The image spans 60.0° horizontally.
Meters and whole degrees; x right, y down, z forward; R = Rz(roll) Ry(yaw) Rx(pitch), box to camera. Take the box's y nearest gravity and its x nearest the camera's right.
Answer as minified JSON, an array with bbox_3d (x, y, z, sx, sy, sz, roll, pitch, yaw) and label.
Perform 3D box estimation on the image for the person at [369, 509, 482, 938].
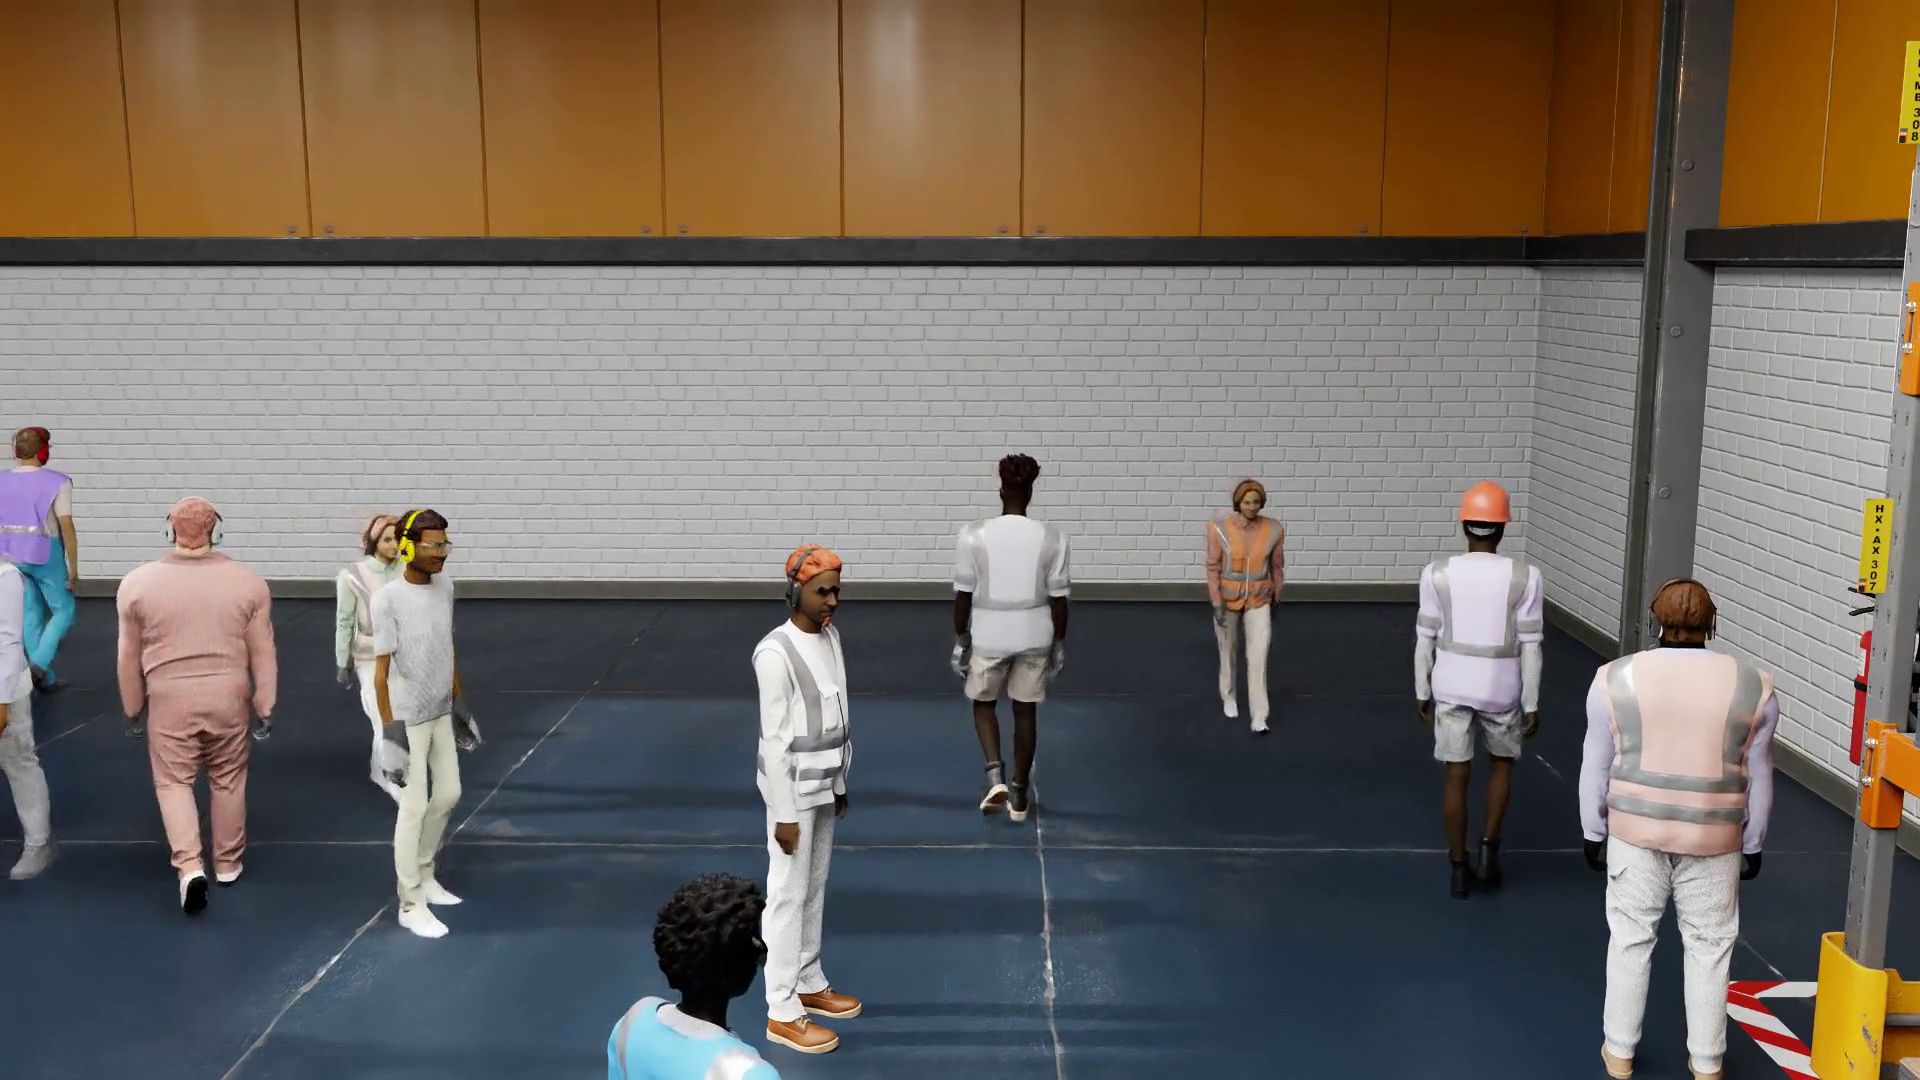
[{"bbox_3d":[-2.389,0.792,7.331,0.430,1.867,0.598,3,10,19],"label":"person"}]

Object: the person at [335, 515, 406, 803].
[{"bbox_3d":[-3.037,0.652,8.911,0.544,1.586,0.881,-9,13,-44],"label":"person"}]

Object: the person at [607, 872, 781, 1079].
[{"bbox_3d":[-0.515,1.513,3.439,0.317,1.695,0.540,-9,13,-43],"label":"person"}]

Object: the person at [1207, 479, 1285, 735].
[{"bbox_3d":[1.785,0.401,10.413,0.503,1.580,0.833,0,9,0],"label":"person"}]

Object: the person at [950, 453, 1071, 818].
[{"bbox_3d":[0.264,0.514,8.676,0.632,1.942,0.459,0,9,-2],"label":"person"}]

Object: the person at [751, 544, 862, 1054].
[{"bbox_3d":[-0.573,0.950,6.253,0.357,1.883,0.573,3,10,17],"label":"person"}]

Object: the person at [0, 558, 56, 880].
[{"bbox_3d":[-4.577,0.717,7.580,0.604,1.889,0.942,2,10,10],"label":"person"}]

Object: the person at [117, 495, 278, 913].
[{"bbox_3d":[-3.447,0.735,7.552,0.664,1.883,0.742,-5,11,-26],"label":"person"}]

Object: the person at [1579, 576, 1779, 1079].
[{"bbox_3d":[2.517,1.039,5.886,0.628,1.838,0.429,4,10,21],"label":"person"}]

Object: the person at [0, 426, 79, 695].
[{"bbox_3d":[-6.200,0.163,11.122,0.574,1.828,0.489,0,9,2],"label":"person"}]

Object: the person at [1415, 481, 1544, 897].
[{"bbox_3d":[2.399,0.684,7.714,0.569,1.923,0.496,4,10,21],"label":"person"}]
